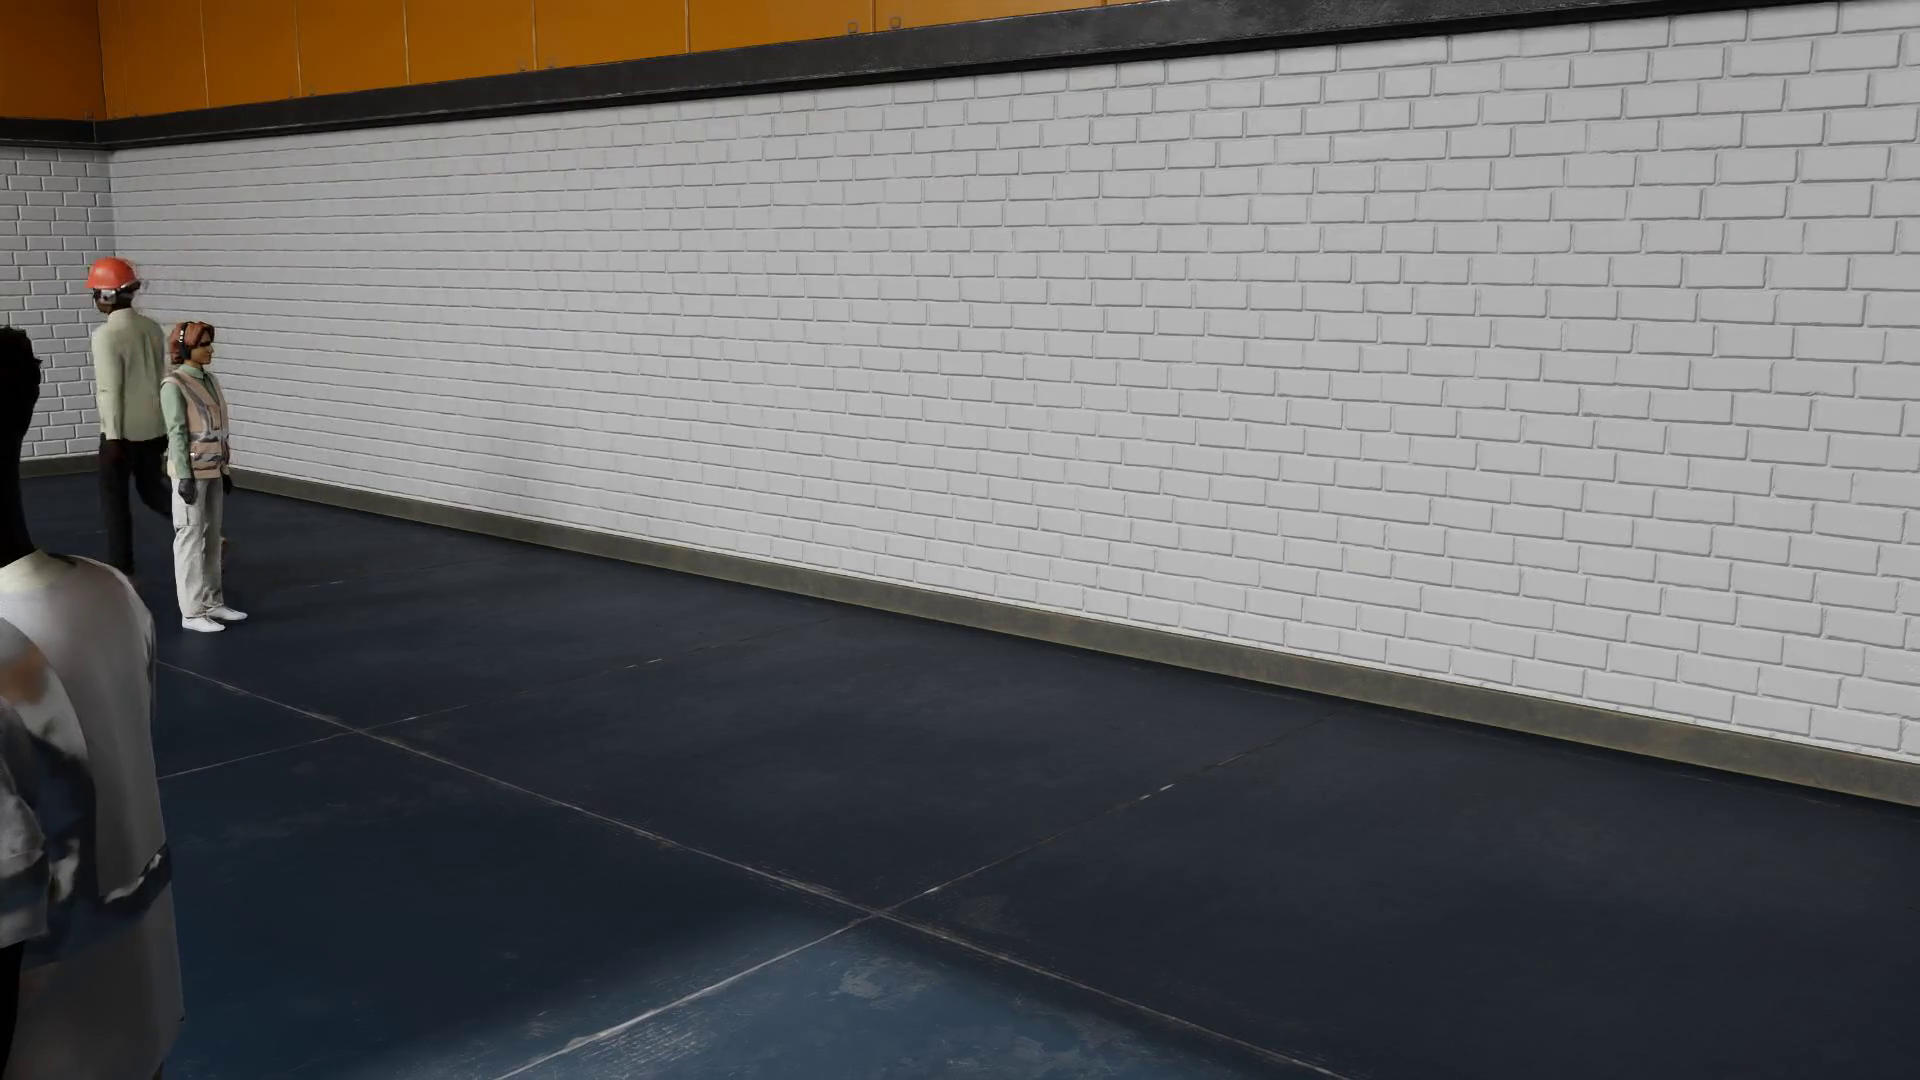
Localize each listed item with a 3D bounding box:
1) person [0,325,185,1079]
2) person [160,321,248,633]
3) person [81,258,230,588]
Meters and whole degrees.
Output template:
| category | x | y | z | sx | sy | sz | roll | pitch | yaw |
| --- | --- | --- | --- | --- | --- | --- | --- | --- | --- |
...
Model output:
| category | x | y | z | sx | sy | sz | roll | pitch | yaw |
| --- | --- | --- | --- | --- | --- | --- | --- | --- | --- |
| person | -1.219 | 0.673 | 2.165 | 0.367 | 1.964 | 0.603 | -2 | 10 | -11 |
| person | -4.040 | -0.338 | 8.844 | 0.309 | 1.641 | 0.513 | 0 | 10 | -1 |
| person | -4.802 | -0.669 | 9.786 | 0.780 | 1.970 | 0.625 | 2 | 10 | 9 |
